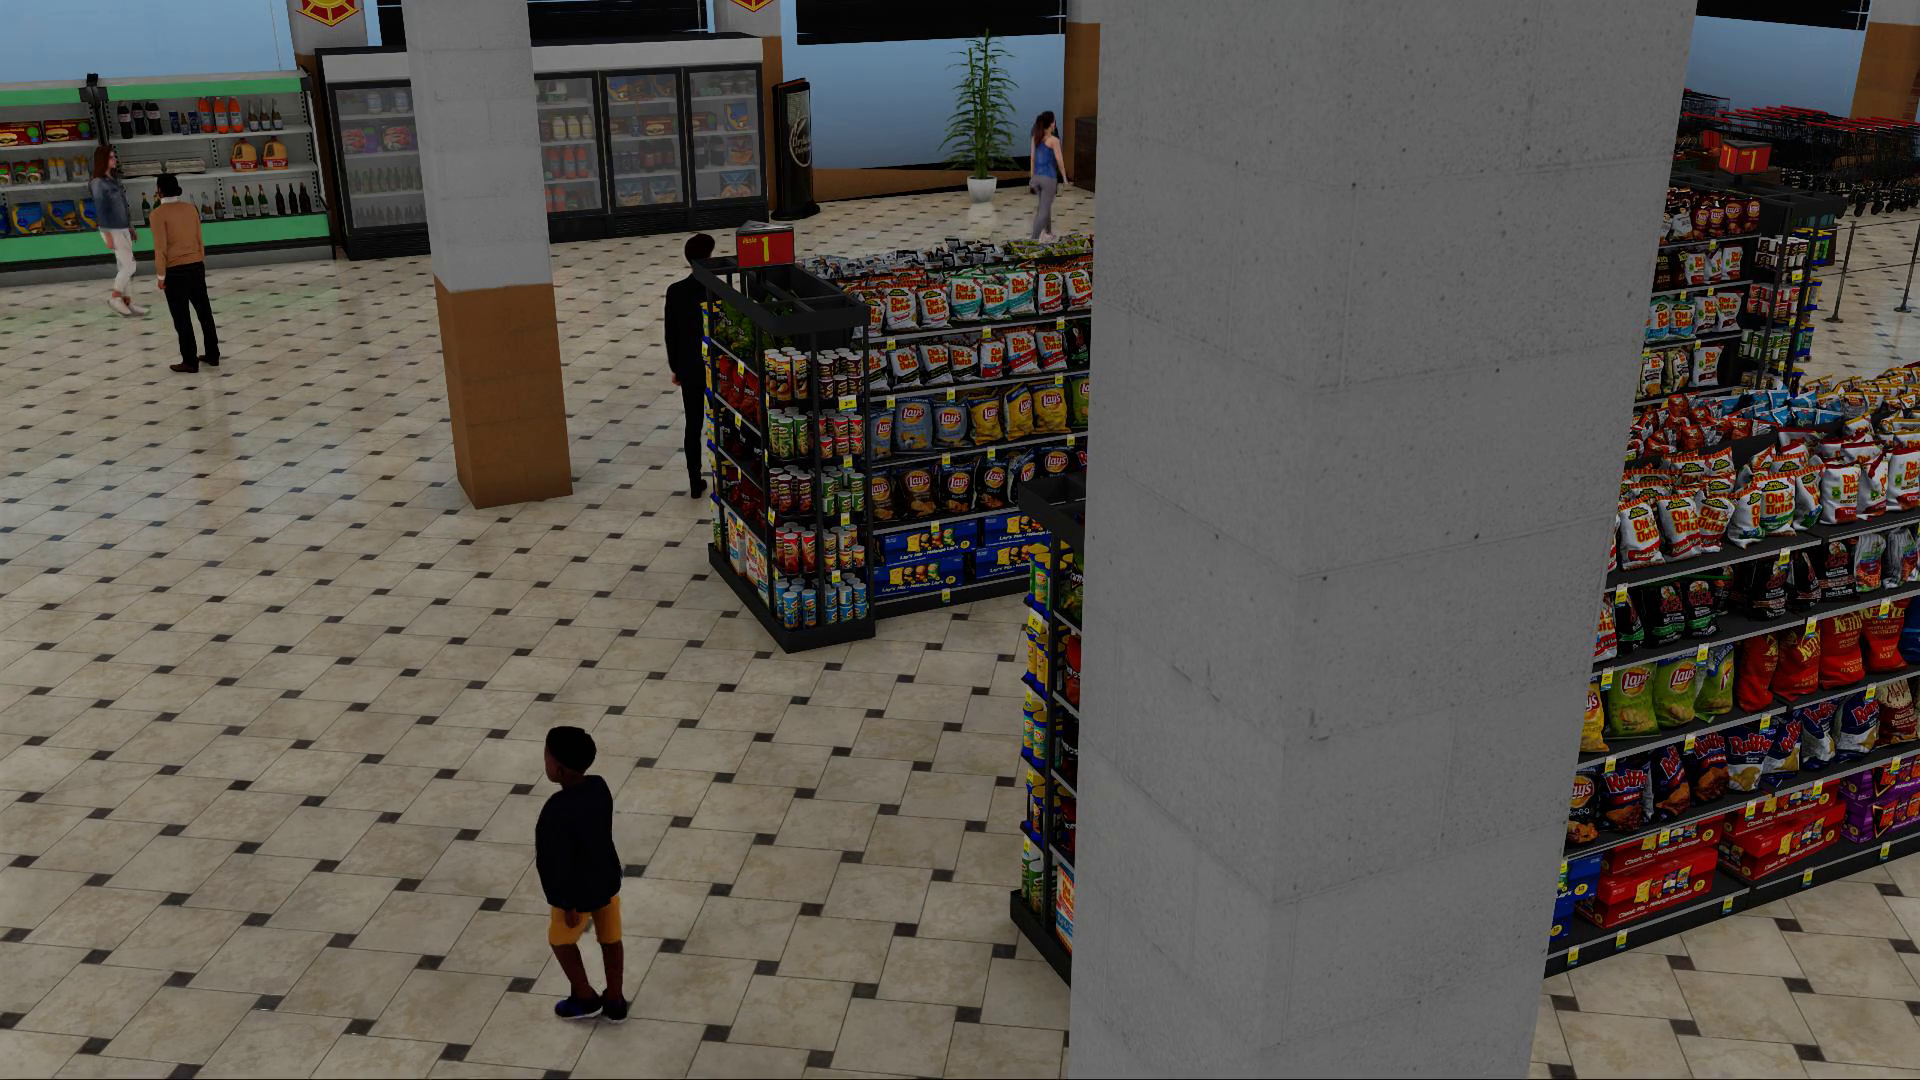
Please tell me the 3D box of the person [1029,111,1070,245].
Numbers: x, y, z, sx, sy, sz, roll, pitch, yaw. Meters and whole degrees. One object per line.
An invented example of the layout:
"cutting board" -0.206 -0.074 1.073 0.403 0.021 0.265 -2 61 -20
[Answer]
"person" 0.947 -4.191 19.528 0.935 1.586 0.730 -17 28 -36

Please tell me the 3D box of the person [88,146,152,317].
"person" -8.482 -3.054 16.549 0.745 1.697 0.731 0 22 0

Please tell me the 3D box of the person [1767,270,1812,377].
"person" 6.654 -1.588 13.516 0.733 1.237 0.670 -16 27 -34

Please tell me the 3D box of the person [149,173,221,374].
"person" -6.916 -2.382 14.798 0.817 1.755 0.737 10 24 23

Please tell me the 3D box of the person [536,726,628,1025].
"person" -1.367 1.298 6.305 0.676 1.259 0.605 11 24 25

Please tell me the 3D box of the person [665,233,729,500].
"person" -1.792 -1.206 11.687 0.762 1.893 0.852 5 22 12
